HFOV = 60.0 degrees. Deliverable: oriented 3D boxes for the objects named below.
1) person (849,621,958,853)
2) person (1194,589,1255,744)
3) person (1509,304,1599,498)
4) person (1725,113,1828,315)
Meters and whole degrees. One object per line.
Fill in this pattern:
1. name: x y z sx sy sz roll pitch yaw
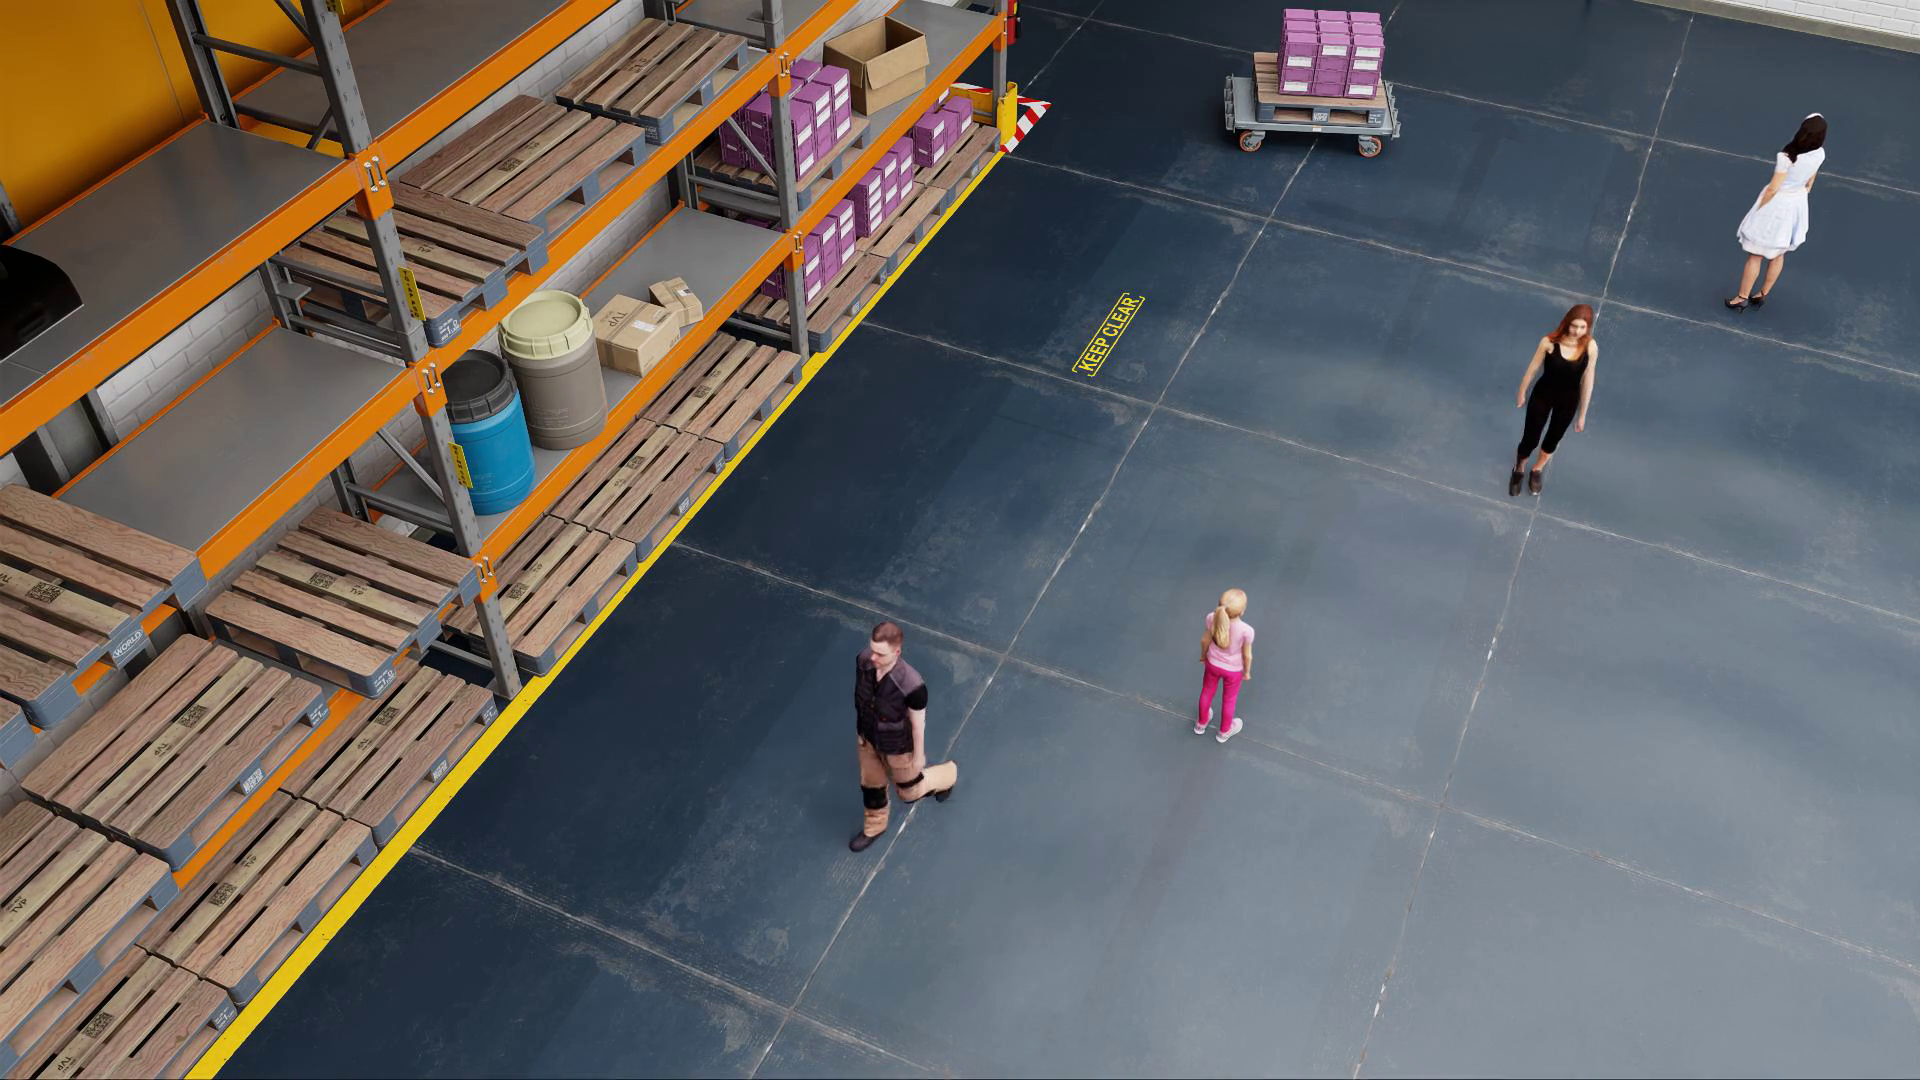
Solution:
1. person: -0.336 1.095 9.737 0.856 1.820 1.093 32 52 29
2. person: 1.664 0.776 10.472 0.512 1.270 0.520 22 48 22
3. person: 4.328 -1.070 12.089 0.682 1.711 0.703 7 44 7
4. person: 6.743 -2.673 13.695 0.856 1.817 0.908 -8 44 -8
